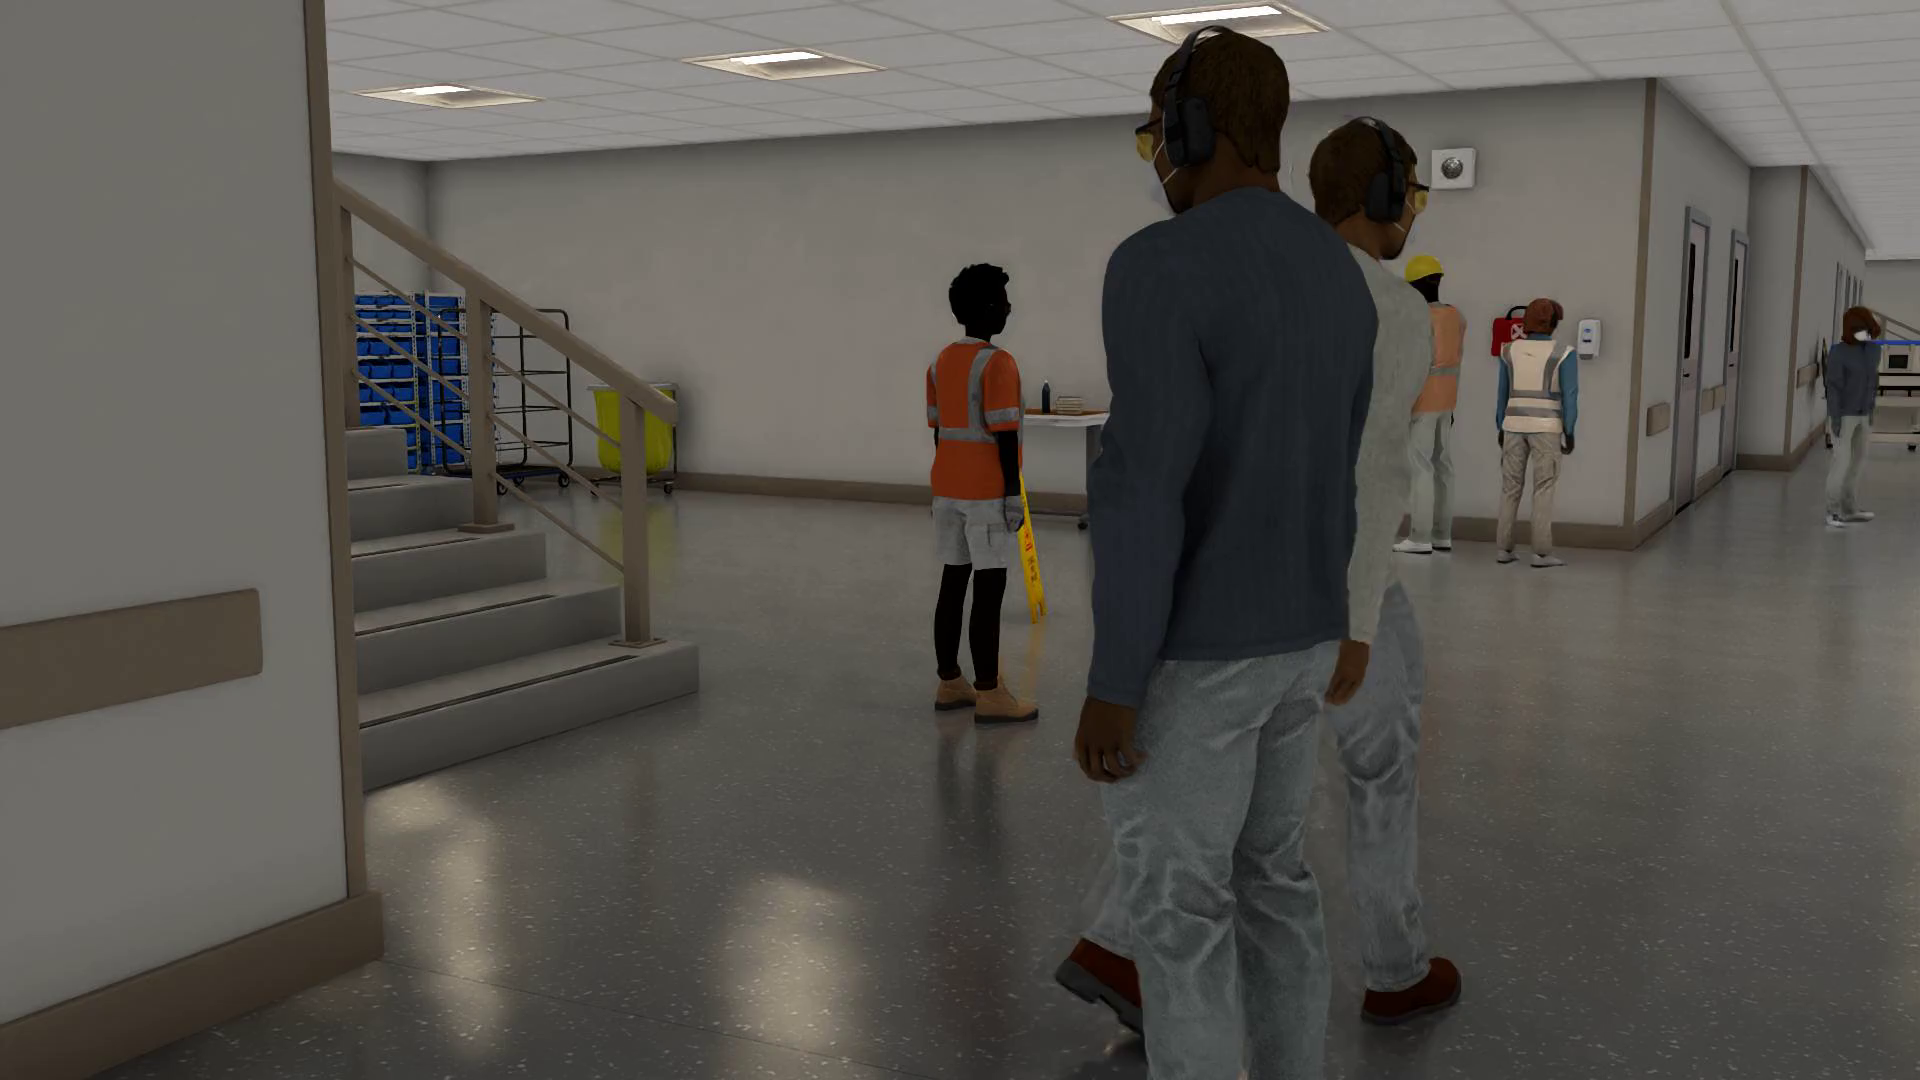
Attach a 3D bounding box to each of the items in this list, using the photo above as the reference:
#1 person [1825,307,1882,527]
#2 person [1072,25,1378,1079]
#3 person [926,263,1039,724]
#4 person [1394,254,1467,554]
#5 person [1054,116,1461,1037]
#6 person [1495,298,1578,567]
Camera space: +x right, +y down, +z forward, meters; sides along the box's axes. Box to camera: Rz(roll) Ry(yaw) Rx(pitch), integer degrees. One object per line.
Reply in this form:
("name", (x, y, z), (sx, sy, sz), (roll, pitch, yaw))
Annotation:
("person", (6.494, -0.885, 12.058), (0.642, 1.597, 0.398), (-4, 8, -25))
("person", (0.413, 0.180, 2.614), (0.382, 1.929, 0.636), (6, 10, 40))
("person", (0.070, -0.173, 6.194), (0.319, 1.697, 0.533), (-5, 9, -32))
("person", (2.987, -0.866, 10.693), (0.585, 1.917, 0.381), (-6, 10, -40))
("person", (0.648, 0.099, 3.374), (0.905, 1.904, 0.628), (-3, 8, -24))
("person", (3.491, -0.648, 10.118), (0.317, 1.629, 0.510), (-7, 10, -42))
